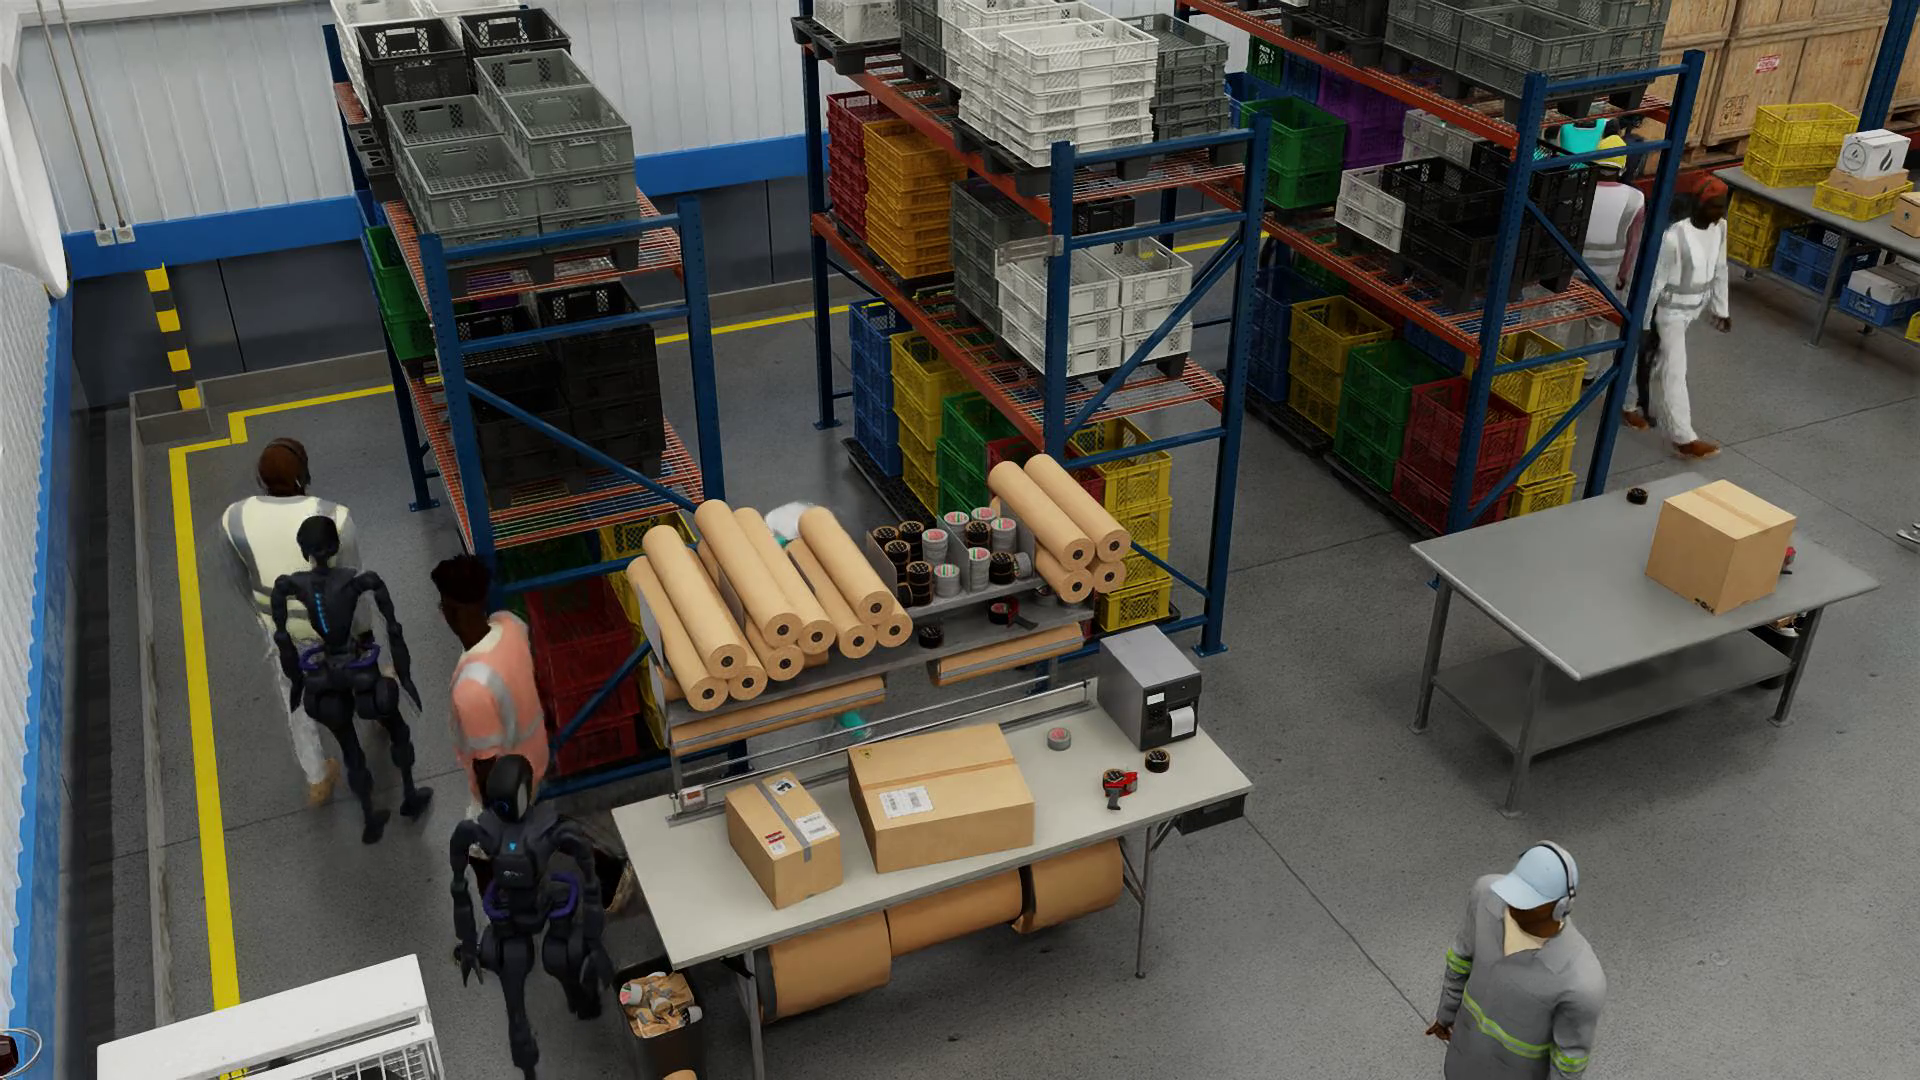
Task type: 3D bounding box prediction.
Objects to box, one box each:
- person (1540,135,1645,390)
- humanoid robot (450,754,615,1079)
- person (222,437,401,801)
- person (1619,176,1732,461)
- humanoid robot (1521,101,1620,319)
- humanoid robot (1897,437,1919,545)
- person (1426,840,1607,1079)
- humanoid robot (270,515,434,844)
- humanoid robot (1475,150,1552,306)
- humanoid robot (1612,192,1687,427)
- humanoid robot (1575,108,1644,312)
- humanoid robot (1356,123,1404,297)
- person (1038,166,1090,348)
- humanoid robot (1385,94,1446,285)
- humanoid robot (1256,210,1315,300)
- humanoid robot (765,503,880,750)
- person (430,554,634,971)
[{"bbox_3d":[4.378,-1.914,11.586,0.586,1.833,0.404,6,32,10],"label":"person"},{"bbox_3d":[-1.609,1.446,6.320,0.589,1.642,0.733,-1,32,-2],"label":"humanoid robot"},{"bbox_3d":[-3.103,0.302,8.019,0.644,1.793,0.944,-1,32,-1],"label":"person"},{"bbox_3d":[4.767,-1.442,10.817,0.579,1.841,0.955,-20,37,-29],"label":"person"},{"bbox_3d":[4.589,-2.392,12.481,0.539,1.828,0.659,3,32,5],"label":"humanoid robot"},{"bbox_3d":[5.923,-0.704,9.627,0.530,1.709,0.715,-27,41,-37],"label":"humanoid robot"},{"bbox_3d":[1.817,1.743,5.630,0.374,1.852,0.588,-15,35,-23],"label":"person"},{"bbox_3d":[-2.785,0.651,7.579,0.601,1.650,0.370,-2,32,-4],"label":"humanoid robot"},{"bbox_3d":[3.973,-2.229,12.179,0.539,1.781,0.672,8,33,13],"label":"humanoid robot"},{"bbox_3d":[4.618,-1.513,11.089,0.354,1.652,0.603,10,33,15],"label":"humanoid robot"},{"bbox_3d":[4.965,-2.527,12.728,0.337,1.653,0.616,24,39,33],"label":"humanoid robot"},{"bbox_3d":[3.085,-2.299,12.386,0.391,1.658,0.611,11,33,17],"label":"humanoid robot"},{"bbox_3d":[0.717,-2.300,12.016,0.389,2.044,0.607,18,36,27],"label":"person"},{"bbox_3d":[3.429,-2.649,12.748,0.533,1.673,0.735,6,32,10],"label":"humanoid robot"},{"bbox_3d":[2.454,-2.474,12.654,0.496,1.649,0.592,-2,32,-4],"label":"humanoid robot"},{"bbox_3d":[-0.592,0.566,7.708,0.530,1.839,0.746,20,37,29],"label":"humanoid robot"},{"bbox_3d":[-1.809,0.930,6.882,0.689,1.928,0.654,3,32,4],"label":"person"}]
